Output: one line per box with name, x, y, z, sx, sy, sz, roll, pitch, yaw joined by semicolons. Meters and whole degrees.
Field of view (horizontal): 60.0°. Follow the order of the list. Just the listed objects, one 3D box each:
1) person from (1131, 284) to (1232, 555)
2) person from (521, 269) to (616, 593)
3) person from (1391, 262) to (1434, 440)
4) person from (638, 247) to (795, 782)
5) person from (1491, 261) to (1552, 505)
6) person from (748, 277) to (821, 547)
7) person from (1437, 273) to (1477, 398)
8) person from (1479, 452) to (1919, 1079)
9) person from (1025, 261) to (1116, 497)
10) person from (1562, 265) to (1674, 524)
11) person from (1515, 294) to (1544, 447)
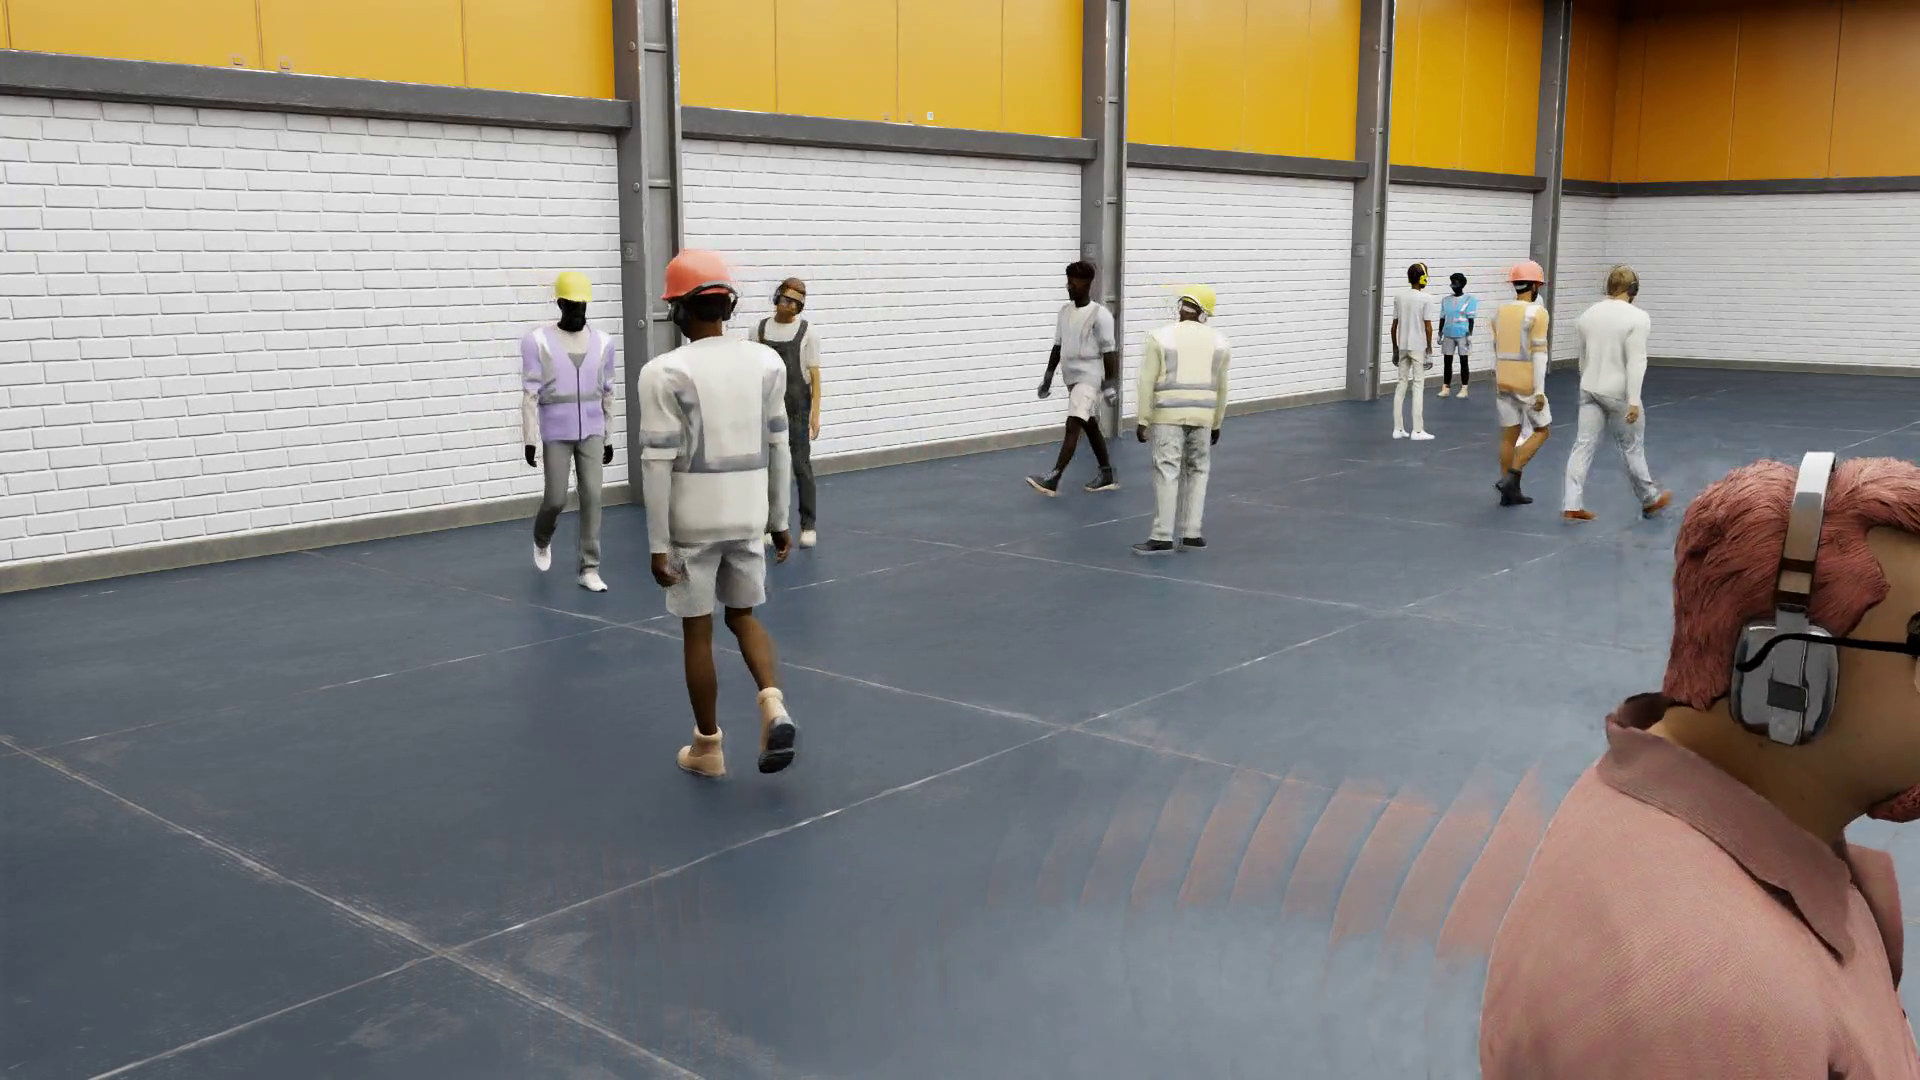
person;1.442;-0.798;11.060;0.702;1.788;0.408;-2;10;-14
person;-2.337;-0.663;9.920;0.597;1.904;0.684;-6;12;-32
person;4.797;-1.992;17.622;0.332;1.867;0.514;-8;13;-38
person;-0.883;-0.067;6.197;0.636;2.025;0.558;-7;12;-36
person;4.405;-1.218;13.041;0.394;1.922;0.553;-5;11;-27
person;-1.185;-0.847;11.242;0.561;1.822;0.389;3;10;17
person;6.711;-2.761;22.491;0.538;1.693;0.318;9;14;43
person;0.683;0.852;1.452;1.007;1.853;0.642;5;11;28
person;0.927;-1.316;13.624;1.007;1.909;0.612;-6;11;-29
person;4.864;-1.065;12.269;1.000;1.886;0.647;-6;11;-29
person;5.761;-1.876;16.968;0.329;1.865;0.512;4;11;22
